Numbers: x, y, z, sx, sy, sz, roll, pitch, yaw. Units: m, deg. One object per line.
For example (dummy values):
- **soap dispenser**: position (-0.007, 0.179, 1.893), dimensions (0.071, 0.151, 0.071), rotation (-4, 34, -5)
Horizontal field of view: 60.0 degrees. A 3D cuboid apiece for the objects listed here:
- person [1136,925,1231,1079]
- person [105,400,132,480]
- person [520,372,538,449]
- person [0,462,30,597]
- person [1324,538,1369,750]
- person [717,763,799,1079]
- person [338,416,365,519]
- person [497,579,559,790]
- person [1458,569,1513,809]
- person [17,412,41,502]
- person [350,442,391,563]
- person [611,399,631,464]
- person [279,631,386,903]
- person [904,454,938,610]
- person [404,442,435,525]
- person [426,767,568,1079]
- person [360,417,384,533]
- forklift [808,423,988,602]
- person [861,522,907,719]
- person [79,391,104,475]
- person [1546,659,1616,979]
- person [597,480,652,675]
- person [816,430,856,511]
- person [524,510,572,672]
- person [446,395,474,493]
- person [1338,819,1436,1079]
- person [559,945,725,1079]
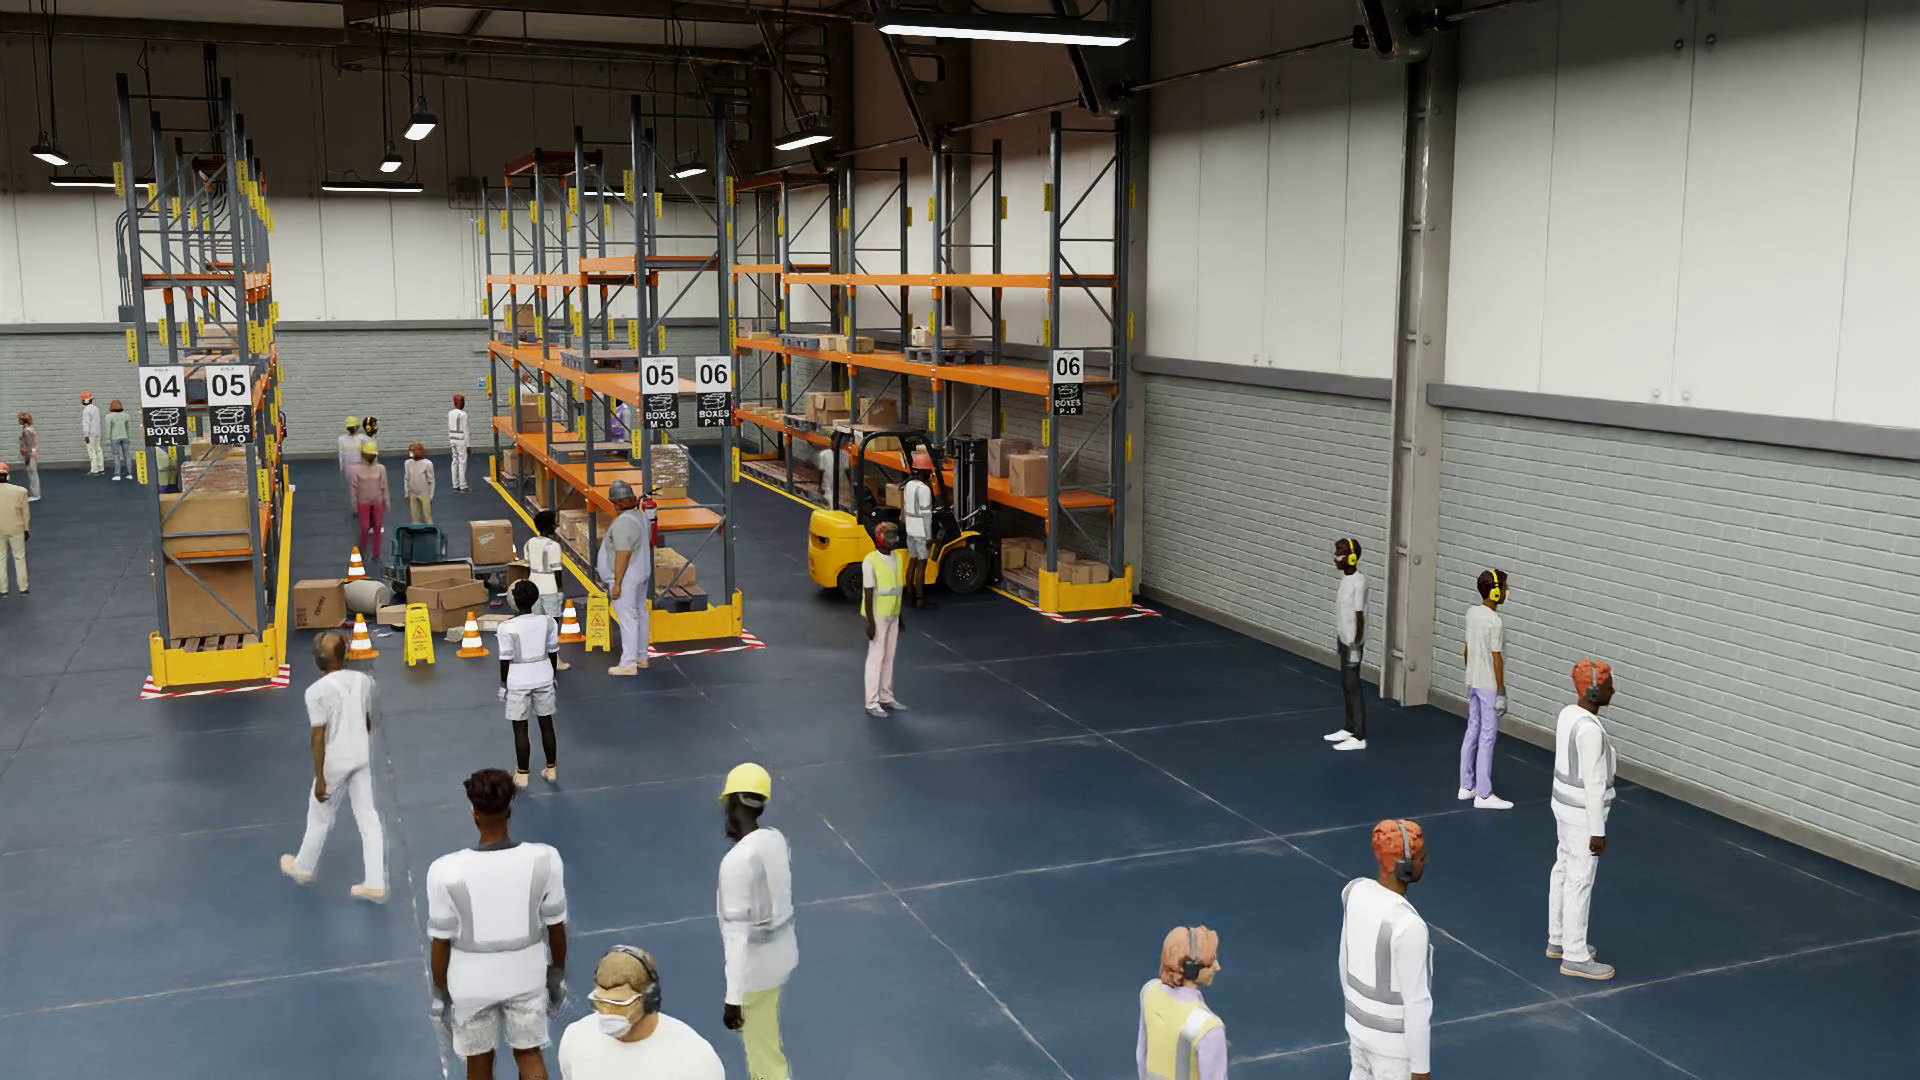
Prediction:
- **person**: position (0.861, 2.295, 6.474), dimensions (0.315, 1.636, 0.515), rotation (-5, 10, -27)
- **person**: position (-17.036, -2.024, 33.697), dimensions (0.282, 1.626, 0.509), rotation (7, 11, 36)
- **person**: position (-9.980, -2.920, 38.449), dimensions (0.652, 1.906, 0.403), rotation (3, 10, 19)
- **person**: position (-12.314, -0.136, 21.477), dimensions (0.561, 1.734, 0.381), rotation (-5, 10, -29)
- **person**: position (3.404, 0.903, 14.546), dimensions (0.319, 1.861, 0.515), rotation (0, 9, -3)
- **person**: position (-0.918, 1.991, 7.654), dimensions (0.457, 1.876, 0.675), rotation (2, 9, 12)
- **person**: position (-10.348, -1.256, 28.467), dimensions (0.530, 1.753, 0.505), rotation (-1, 9, -6)
- **person**: position (-3.484, 1.159, 13.432), dimensions (0.542, 1.695, 0.316), rotation (-8, 12, -41)
- **person**: position (4.107, 1.151, 12.940), dimensions (0.328, 1.872, 0.510), rotation (-2, 9, -13)
- **person**: position (-17.065, -1.522, 30.495), dimensions (0.310, 1.636, 0.523), rotation (-4, 10, -25)
- **person**: position (-8.476, -0.537, 23.934), dimensions (0.549, 1.741, 0.372), rotation (-7, 11, -38)
- **person**: position (-6.804, -2.050, 33.213), dimensions (0.429, 1.837, 0.629), rotation (-8, 12, -40)
- **person**: position (-4.176, 1.483, 11.061), dimensions (0.937, 1.798, 0.540), rotation (6, 11, 31)
- **person**: position (-0.477, -0.105, 20.631), dimensions (0.375, 1.935, 0.551), rotation (-5, 10, -28)
- **person**: position (-8.181, -0.675, 25.175), dimensions (0.502, 1.631, 0.285), rotation (3, 9, 17)
- **person**: position (-2.051, 1.988, 7.444), dimensions (0.618, 1.950, 0.626), rotation (-4, 10, -24)
- **person**: position (-9.492, -1.050, 26.797), dimensions (0.313, 1.869, 0.528), rotation (-3, 9, -18)
- **forklift**: position (-0.830, -0.399, 21.676), dimensions (2.313, 2.155, 1.214), rotation (-4, 10, -21)
- **person**: position (-0.734, 0.732, 15.650), dimensions (0.372, 1.843, 0.570), rotation (5, 10, 29)
- **person**: position (-18.046, -2.212, 34.505), dimensions (0.351, 1.743, 0.568), rotation (-1, 9, -3)
- **person**: position (3.694, 1.636, 9.851), dimensions (0.355, 1.882, 0.576), rotation (0, 9, 3)
- **person**: position (-3.497, 0.377, 17.275), dimensions (0.536, 2.000, 0.672), rotation (2, 9, 12)
- **person**: position (-1.792, -0.710, 24.762), dimensions (0.513, 1.833, 0.890), rotation (-7, 12, -39)
- **person**: position (-4.332, 0.527, 17.396), dimensions (0.537, 1.698, 0.321), rotation (7, 11, 38)
- **person**: position (-9.525, -1.828, 31.669), dimensions (0.575, 1.880, 0.358), rotation (7, 11, 38)
- **person**: position (1.804, 2.088, 6.999), dimensions (0.350, 1.882, 0.583), rotation (-3, 9, -17)
- **person**: position (-1.077, 2.281, 5.648), dimensions (0.631, 1.931, 0.364), rotation (4, 10, 24)
